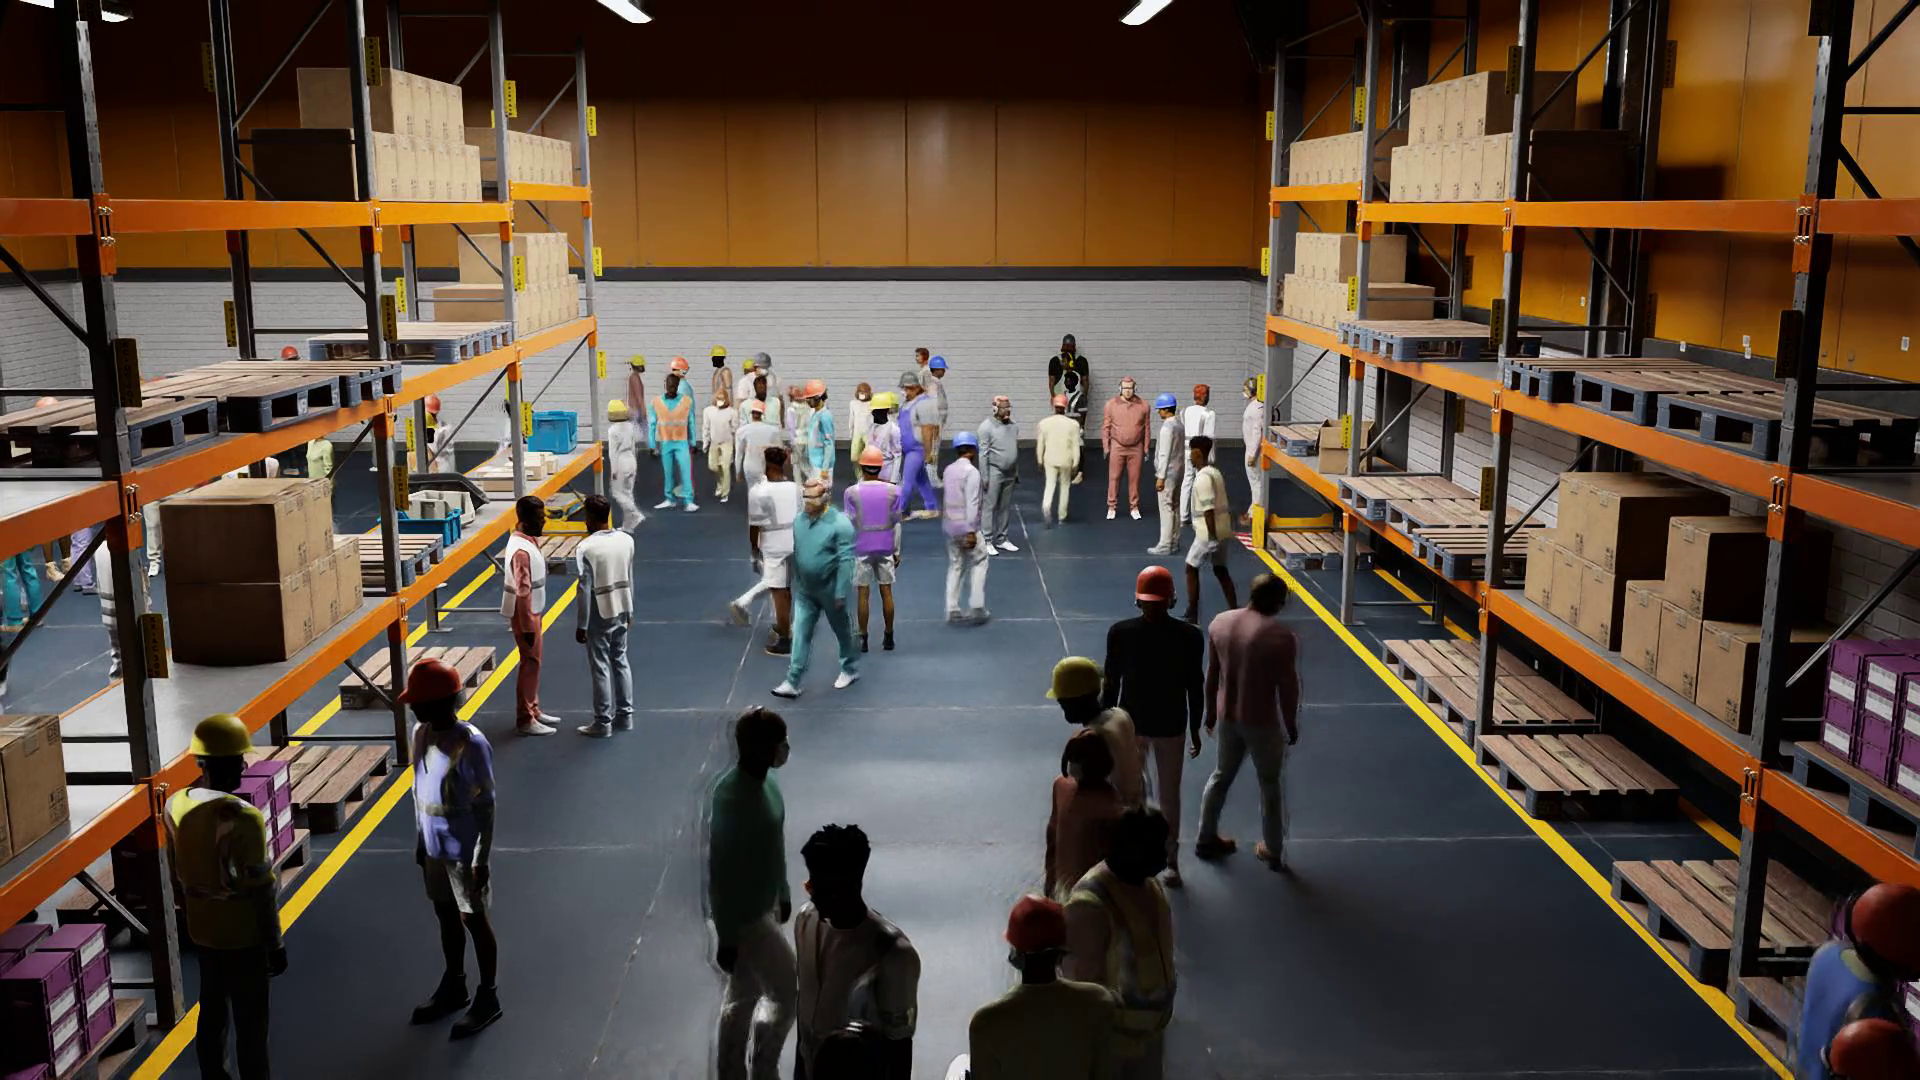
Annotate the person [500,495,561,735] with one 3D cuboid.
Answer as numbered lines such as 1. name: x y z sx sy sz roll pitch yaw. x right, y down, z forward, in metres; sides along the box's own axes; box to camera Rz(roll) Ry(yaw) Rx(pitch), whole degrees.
1. person: -3.383 0.590 13.021 0.410 1.907 0.599 -2 12 -11

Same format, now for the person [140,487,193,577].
1. person: -8.963 -0.548 18.719 0.641 1.908 0.407 -6 13 -27

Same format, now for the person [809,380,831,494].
1. person: -1.982 -1.368 23.240 0.302 1.743 0.494 3 12 12

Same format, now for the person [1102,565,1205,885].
1. person: 1.170 1.125 10.107 0.618 1.993 0.396 1 11 7

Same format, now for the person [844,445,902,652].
1. person: -0.816 0.083 15.478 0.548 1.938 0.358 -3 12 -15

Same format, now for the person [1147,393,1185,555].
1. person: 2.487 -0.789 19.876 0.419 1.933 0.618 5 12 22

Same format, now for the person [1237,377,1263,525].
1. person: 3.831 -1.158 21.710 0.372 1.934 0.627 2 11 10

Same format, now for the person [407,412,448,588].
1. person: -5.813 -0.442 18.135 0.368 1.927 0.587 -3 12 -13

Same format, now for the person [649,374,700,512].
1. person: -3.908 -1.322 22.683 0.665 1.880 0.661 -1 11 -5

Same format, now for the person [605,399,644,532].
1. person: -4.238 -0.921 21.056 0.492 1.725 0.494 7 13 31

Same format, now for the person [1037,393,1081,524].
1. person: 1.271 -1.034 21.617 0.579 1.729 0.645 3 12 14

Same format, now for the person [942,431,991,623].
1. person: 0.022 -0.125 16.593 0.513 1.904 0.647 -8 14 -34

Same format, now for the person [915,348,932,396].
1. person: -0.565 -2.239 27.354 0.375 1.841 0.575 -2 11 -8

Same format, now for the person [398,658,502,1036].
1. person: -2.548 1.517 8.291 0.548 1.934 0.374 9 14 37

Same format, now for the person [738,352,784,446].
1. person: -2.915 -1.805 24.683 0.703 2.000 0.538 -5 13 -26

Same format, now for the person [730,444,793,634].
1. person: -1.856 -0.003 16.089 0.624 1.864 0.587 2 12 12

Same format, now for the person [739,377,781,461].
1. person: -2.684 -1.269 22.402 0.619 1.885 0.494 -6 13 -29

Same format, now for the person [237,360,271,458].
1. person: -11.031 -1.969 25.850 0.652 1.904 0.402 -7 13 -31

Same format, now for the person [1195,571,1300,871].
1. person: 1.802 1.117 10.375 0.660 1.907 0.464 11 16 43

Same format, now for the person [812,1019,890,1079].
1. person: -0.330 2.258 4.903 0.630 1.802 0.768 1 11 7

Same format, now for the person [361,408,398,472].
1. person: -9.119 -2.021 26.077 0.584 1.917 0.386 -7 13 -33

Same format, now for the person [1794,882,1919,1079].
1. person: 3.059 2.040 5.581 0.930 1.964 0.601 -1 11 -3

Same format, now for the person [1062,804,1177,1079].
1. person: 0.558 1.919 6.603 0.786 1.812 0.656 9 14 38

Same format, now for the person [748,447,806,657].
1. person: -1.703 0.088 15.555 0.643 1.902 0.831 -11 15 -42

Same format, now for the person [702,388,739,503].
1. person: -3.343 -1.340 23.403 0.520 1.612 0.458 2 11 8

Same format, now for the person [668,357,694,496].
1. person: -4.005 -1.634 23.929 0.370 1.996 0.622 -3 12 -13

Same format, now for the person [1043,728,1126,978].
1. person: 0.601 1.702 8.115 0.284 1.636 0.500 -10 15 -41

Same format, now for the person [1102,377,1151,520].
1. person: 2.209 -1.210 22.038 0.650 1.906 0.401 0 11 -2

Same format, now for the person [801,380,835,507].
1. person: -1.732 -0.941 20.373 0.399 2.030 0.615 -3 12 -15

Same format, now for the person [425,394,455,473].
1. person: -6.440 -0.878 20.406 0.590 1.897 0.753 1 11 6
